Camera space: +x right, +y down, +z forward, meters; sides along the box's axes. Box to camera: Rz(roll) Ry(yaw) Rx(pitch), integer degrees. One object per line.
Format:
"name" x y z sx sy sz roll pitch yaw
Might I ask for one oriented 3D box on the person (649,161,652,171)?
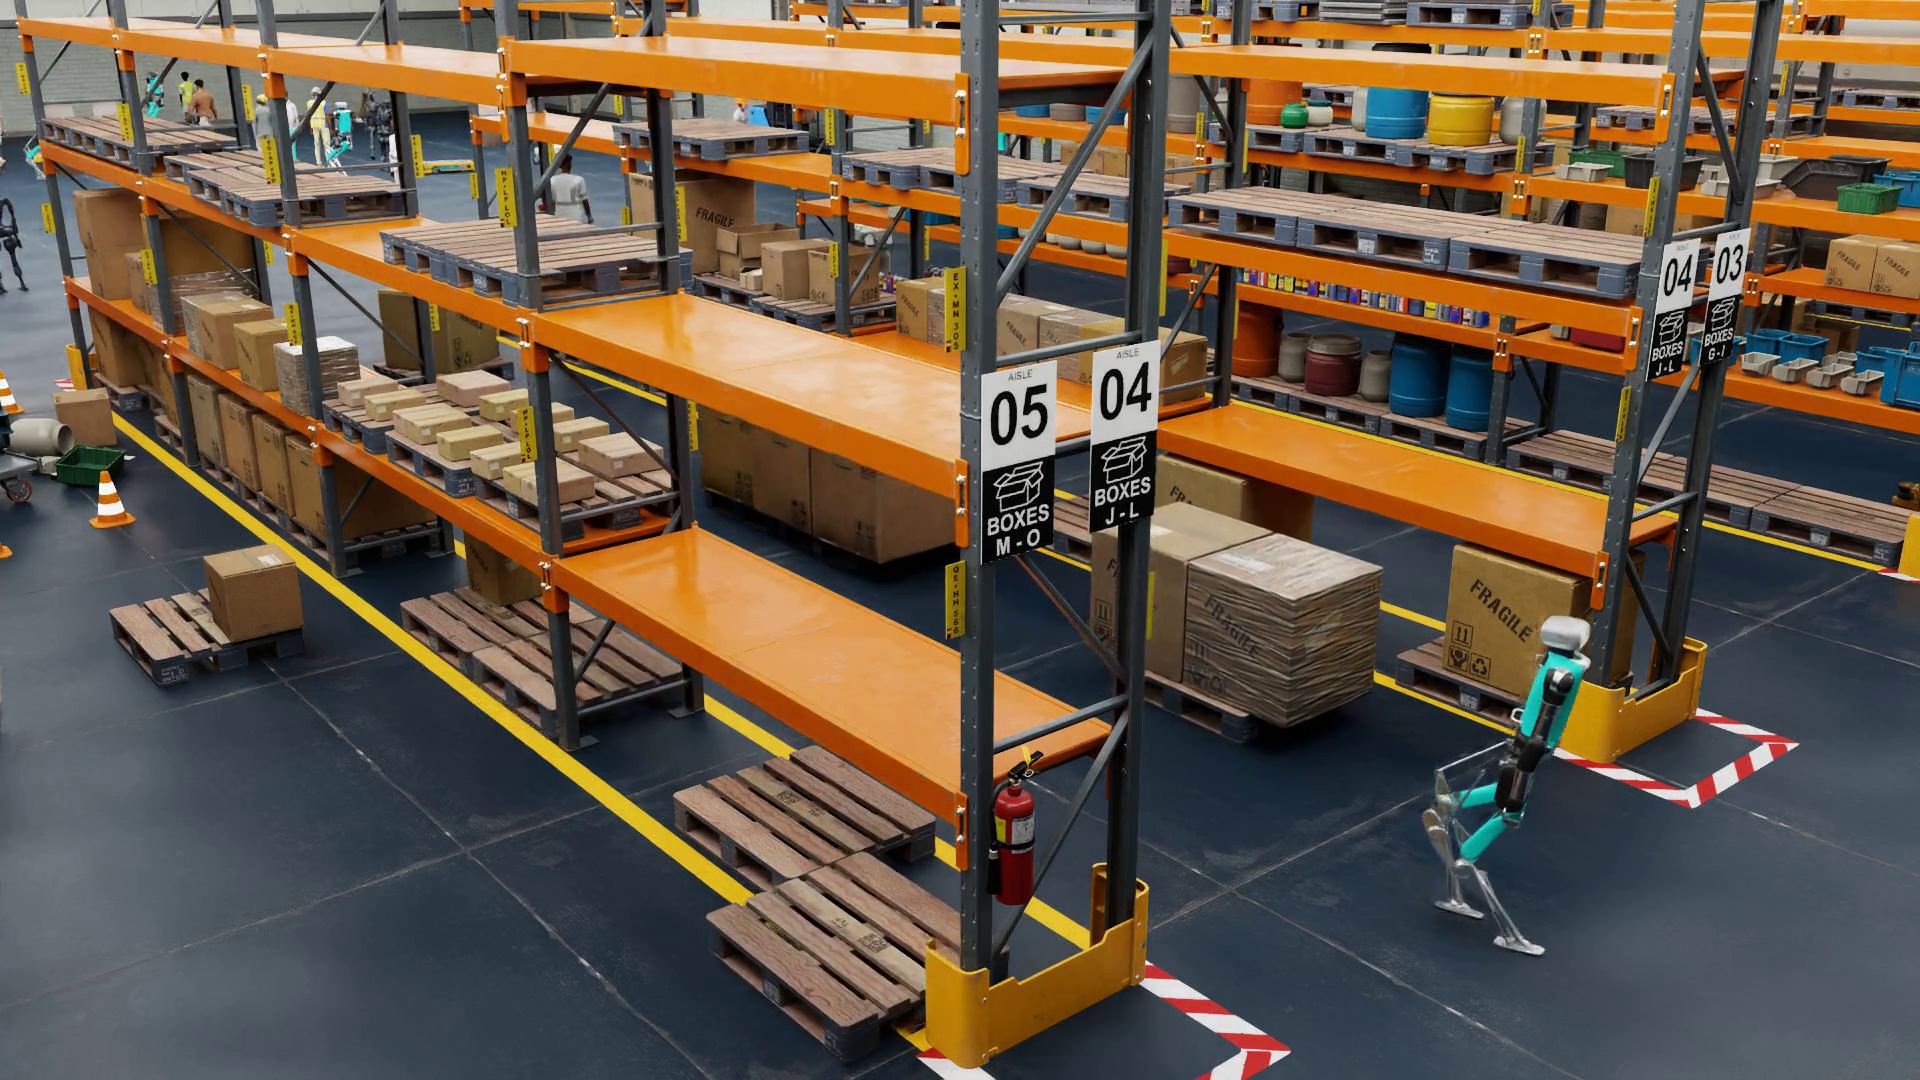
"person" -5.994 -7.592 33.338 0.493 1.734 0.325 -5 20 -14

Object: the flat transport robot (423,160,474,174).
"flat transport robot" -11.872 -8.660 38.583 1.431 0.231 0.659 -8 21 -21

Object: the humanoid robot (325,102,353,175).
"humanoid robot" -13.587 -8.697 36.271 0.735 1.677 0.533 7 21 20

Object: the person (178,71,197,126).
"person" -21.753 -12.350 46.926 0.317 1.696 0.539 18 26 41

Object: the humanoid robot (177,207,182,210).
"humanoid robot" -12.985 -5.647 27.883 0.417 1.643 0.616 -2 19 -5

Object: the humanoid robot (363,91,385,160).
"humanoid robot" -14.329 -10.171 40.810 0.587 1.630 0.739 -3 20 -9

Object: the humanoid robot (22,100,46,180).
"humanoid robot" -20.561 -8.841 36.913 0.789 1.800 0.571 -6 20 -18

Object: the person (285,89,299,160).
"person" -15.630 -9.542 38.686 0.492 1.874 0.979 -2 19 -7

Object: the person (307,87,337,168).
"person" -14.877 -9.559 38.694 0.549 1.891 0.387 2 19 6

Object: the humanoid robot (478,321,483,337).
"humanoid robot" -5.629 -2.406 18.624 0.547 1.824 0.711 -8 21 -23

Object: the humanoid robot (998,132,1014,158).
"humanoid robot" 1.042 -7.470 32.989 0.675 1.801 0.533 -9 21 -25

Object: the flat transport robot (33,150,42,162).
"flat transport robot" -22.358 -9.430 40.775 0.659 0.231 1.431 -10 22 -26

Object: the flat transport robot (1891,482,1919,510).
"flat transport robot" 9.168 -0.292 14.768 0.659 0.231 1.431 -15 25 -37

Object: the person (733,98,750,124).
"person" -4.731 -8.903 36.890 0.929 1.849 0.592 7 21 20

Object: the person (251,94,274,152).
"person" -16.237 -9.517 38.833 0.531 1.720 0.704 -11 22 -29

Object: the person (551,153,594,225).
"person" -6.053 -5.033 25.785 0.604 1.918 1.011 6 20 17

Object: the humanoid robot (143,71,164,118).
"humanoid robot" -22.383 -11.995 45.947 0.548 1.828 0.919 5 20 14

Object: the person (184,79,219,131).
"person" -19.326 -10.815 42.391 0.941 1.805 0.785 9 21 23

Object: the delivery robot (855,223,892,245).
"delivery robot" -1.557 -5.343 28.740 0.815 0.614 0.499 -16 25 -38

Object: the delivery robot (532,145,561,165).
"delivery robot" -9.903 -9.278 39.932 0.499 0.610 0.788 7 21 20

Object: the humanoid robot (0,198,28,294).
"humanoid robot" -14.166 -4.466 24.528 0.347 1.644 0.588 15 24 36

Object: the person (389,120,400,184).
"person" -10.538 -6.988 31.392 0.576 1.881 0.354 10 22 27

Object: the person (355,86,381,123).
"person" -17.814 -13.469 49.914 0.514 1.829 0.947 16 25 39

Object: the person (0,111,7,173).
"person" -22.206 -9.439 38.154 0.569 2.028 0.609 9 21 24

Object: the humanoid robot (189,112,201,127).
"humanoid robot" -16.167 -8.208 35.195 0.533 1.639 0.617 0 19 0

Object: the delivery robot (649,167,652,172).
"delivery robot" -6.494 -7.961 36.176 0.499 0.603 0.807 -11 22 -28

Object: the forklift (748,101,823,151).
"forklift" -4.526 -11.368 42.374 1.129 2.768 1.873 -15 24 -37

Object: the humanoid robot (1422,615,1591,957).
"humanoid robot" 2.653 1.182 8.342 0.893 1.739 0.550 9 21 23

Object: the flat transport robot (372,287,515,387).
"flat transport robot" -5.796 -1.699 18.772 0.659 0.231 1.431 -18 26 -41

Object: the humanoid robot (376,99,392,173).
"humanoid robot" -13.224 -9.306 38.299 0.610 1.638 0.402 8 21 22
